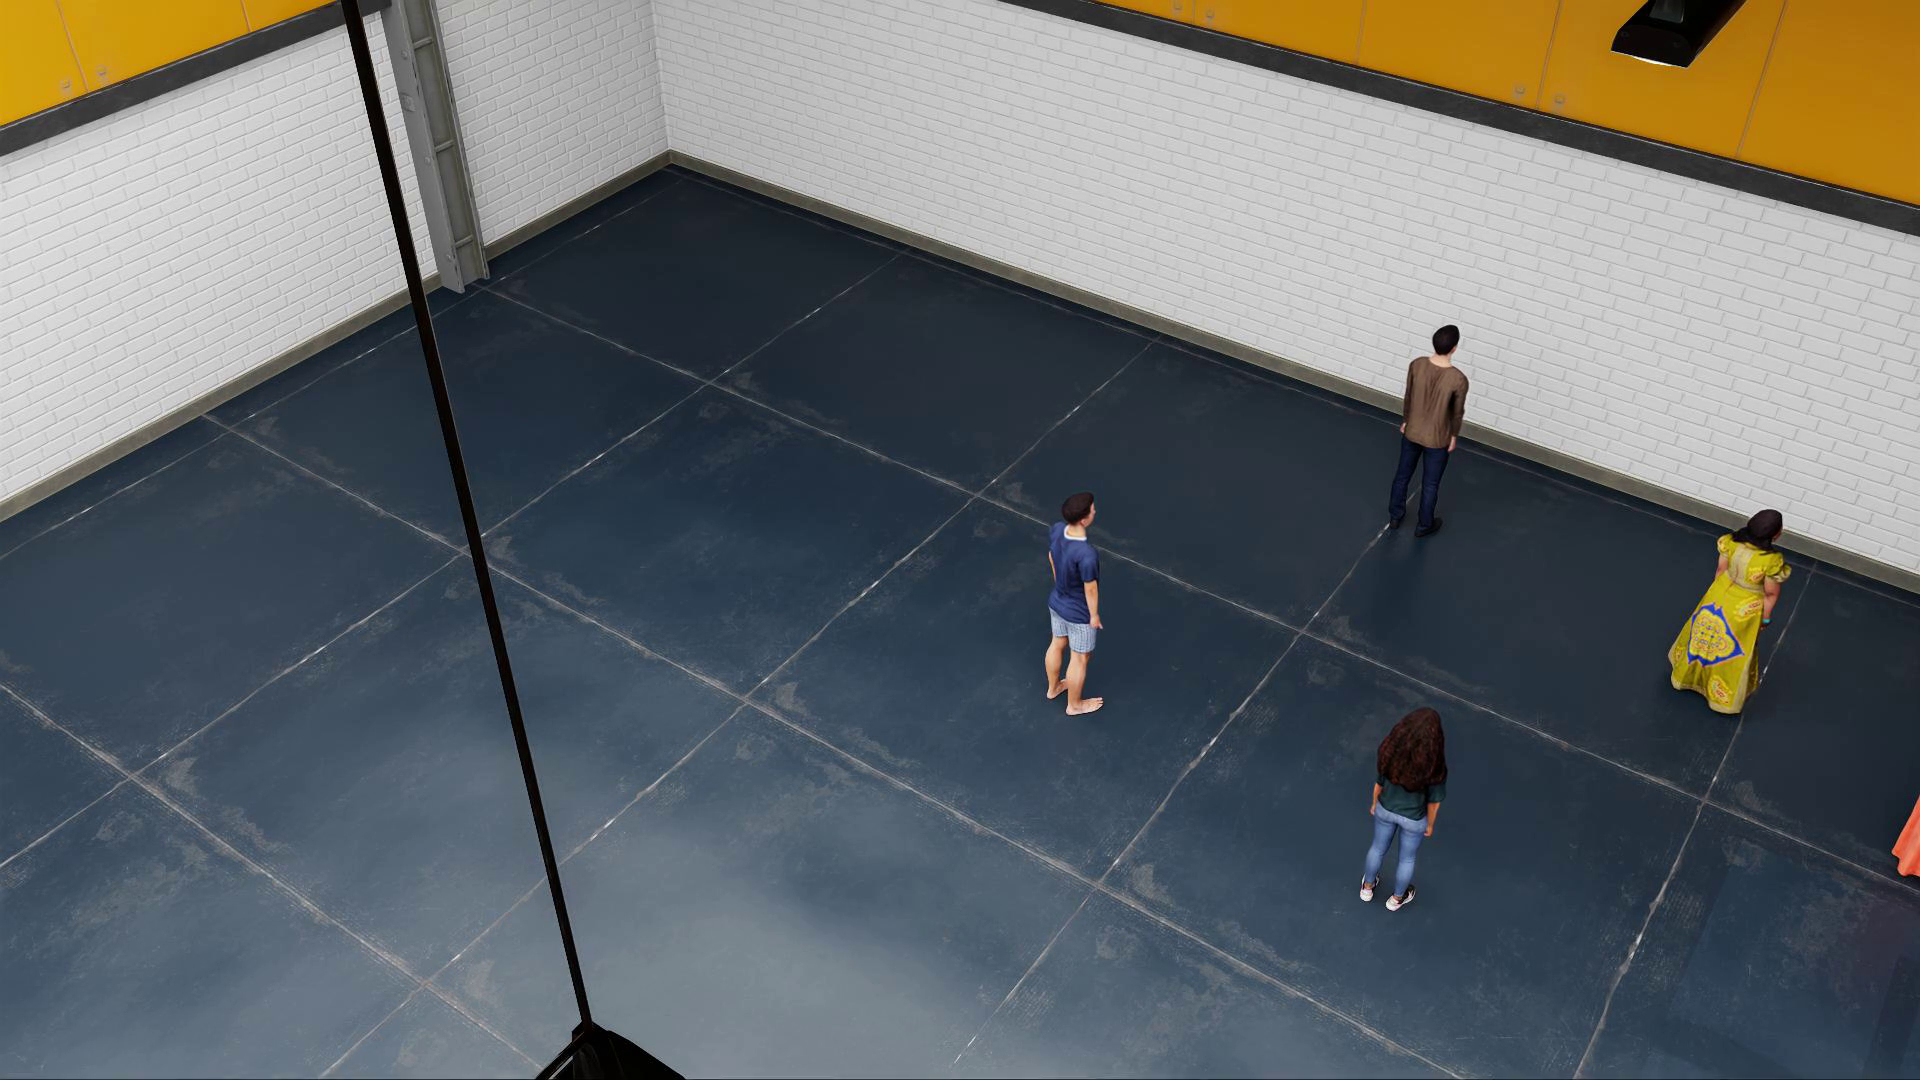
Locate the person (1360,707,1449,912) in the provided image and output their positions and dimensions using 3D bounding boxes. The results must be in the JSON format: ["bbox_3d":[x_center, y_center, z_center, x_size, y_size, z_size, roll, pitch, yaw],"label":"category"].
[{"bbox_3d":[2.705,1.644,10.157,0.600,1.617,0.592,22,43,25],"label":"person"}]

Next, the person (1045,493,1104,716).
[{"bbox_3d":[0.781,0.439,11.479,0.675,1.850,0.689,-23,44,-26],"label":"person"}]

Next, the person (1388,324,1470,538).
[{"bbox_3d":[3.673,-0.850,13.062,0.660,1.888,0.590,27,46,29],"label":"person"}]

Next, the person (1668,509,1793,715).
[{"bbox_3d":[5.419,0.465,11.598,0.948,1.660,0.972,-22,43,-25],"label":"person"}]
